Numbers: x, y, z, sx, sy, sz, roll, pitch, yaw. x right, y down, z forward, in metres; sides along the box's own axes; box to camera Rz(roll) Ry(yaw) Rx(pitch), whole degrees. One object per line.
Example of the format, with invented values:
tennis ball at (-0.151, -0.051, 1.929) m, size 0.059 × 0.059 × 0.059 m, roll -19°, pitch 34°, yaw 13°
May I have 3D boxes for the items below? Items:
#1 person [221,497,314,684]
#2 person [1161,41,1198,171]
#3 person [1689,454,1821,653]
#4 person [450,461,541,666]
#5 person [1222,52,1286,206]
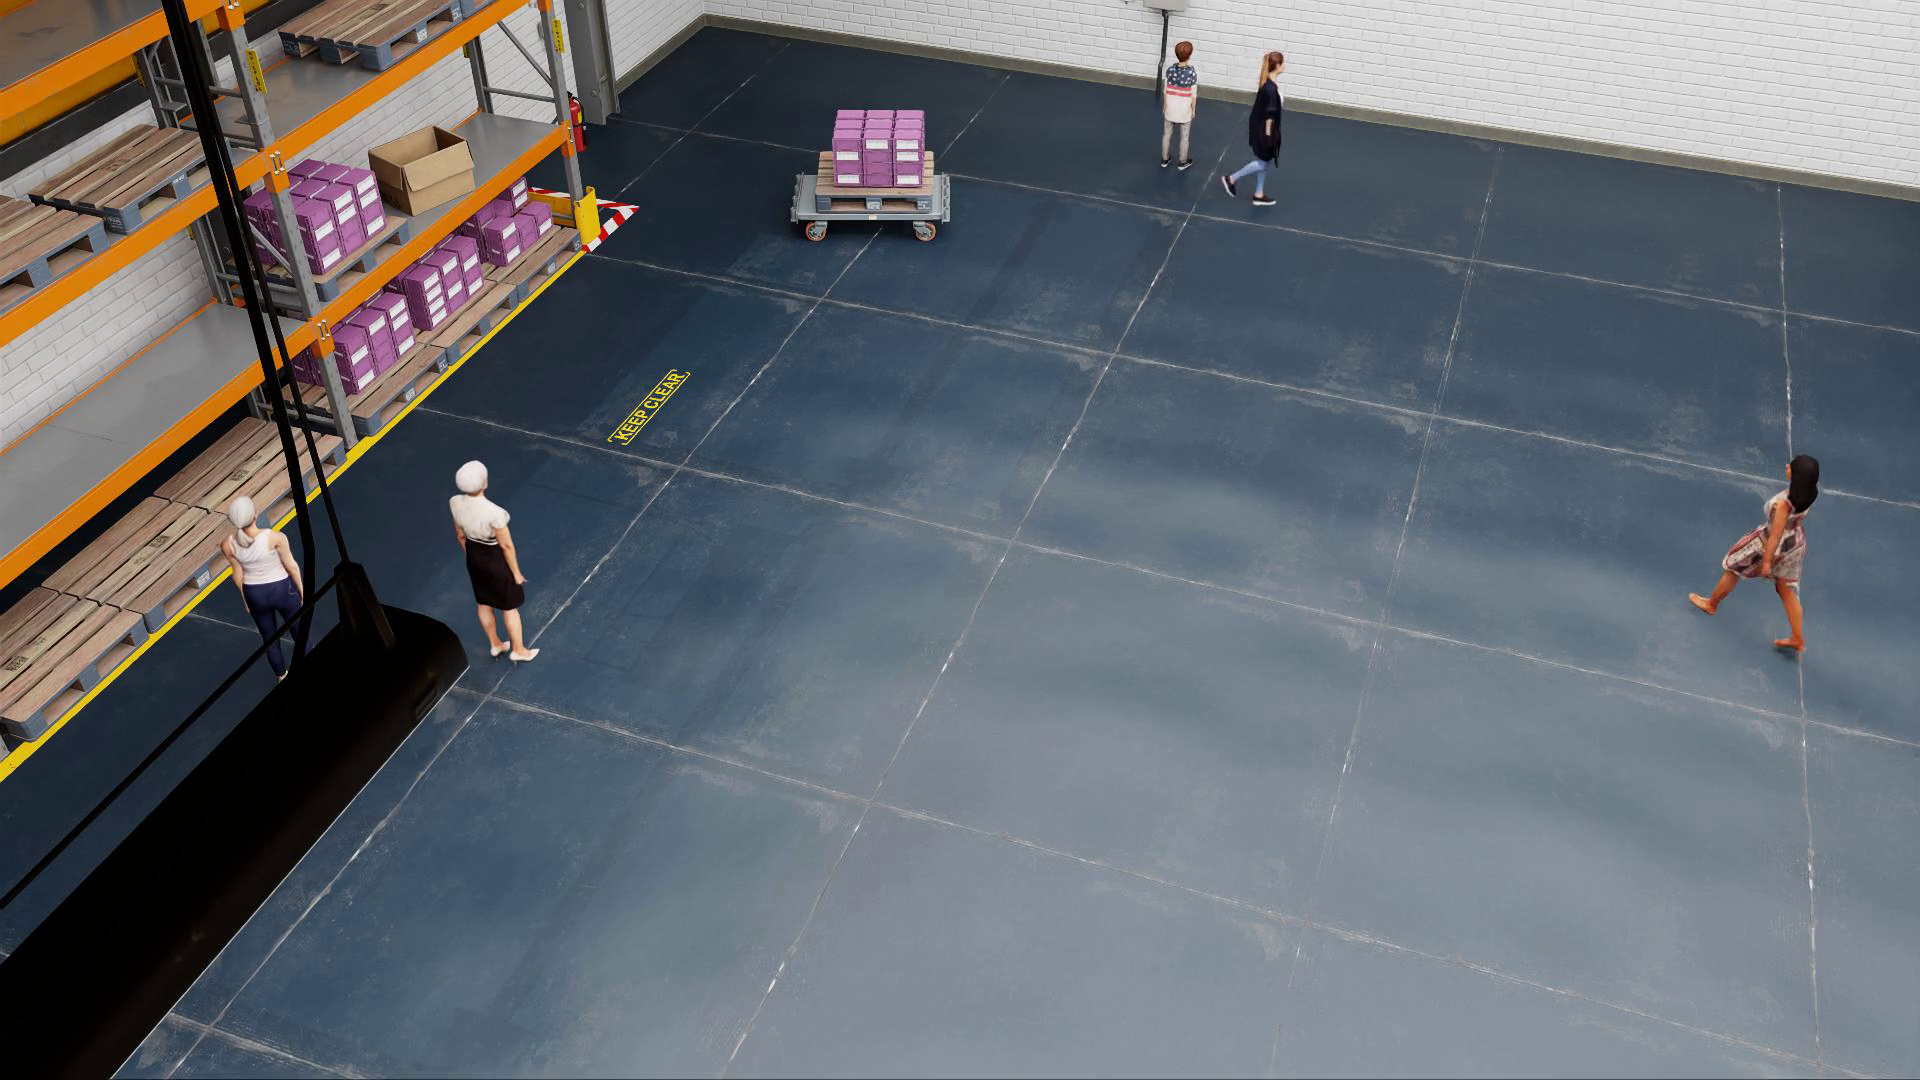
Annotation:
person at (-4.796, 0.405, 11.595) m, size 0.679 × 1.703 × 0.701 m, roll -8°, pitch 39°, yaw -10°
person at (2.415, -4.800, 18.323) m, size 0.531 × 1.439 × 0.480 m, roll 15°, pitch 41°, yaw 18°
person at (5.988, 0.113, 12.041) m, size 1.144 × 1.602 × 1.116 m, roll -22°, pitch 44°, yaw -25°
person at (-3.338, 0.182, 11.832) m, size 0.640 × 1.755 × 0.547 m, roll 16°, pitch 41°, yaw 20°
person at (3.120, -4.306, 17.525) m, size 0.797 × 1.663 × 0.832 m, roll 5°, pitch 39°, yaw 6°
